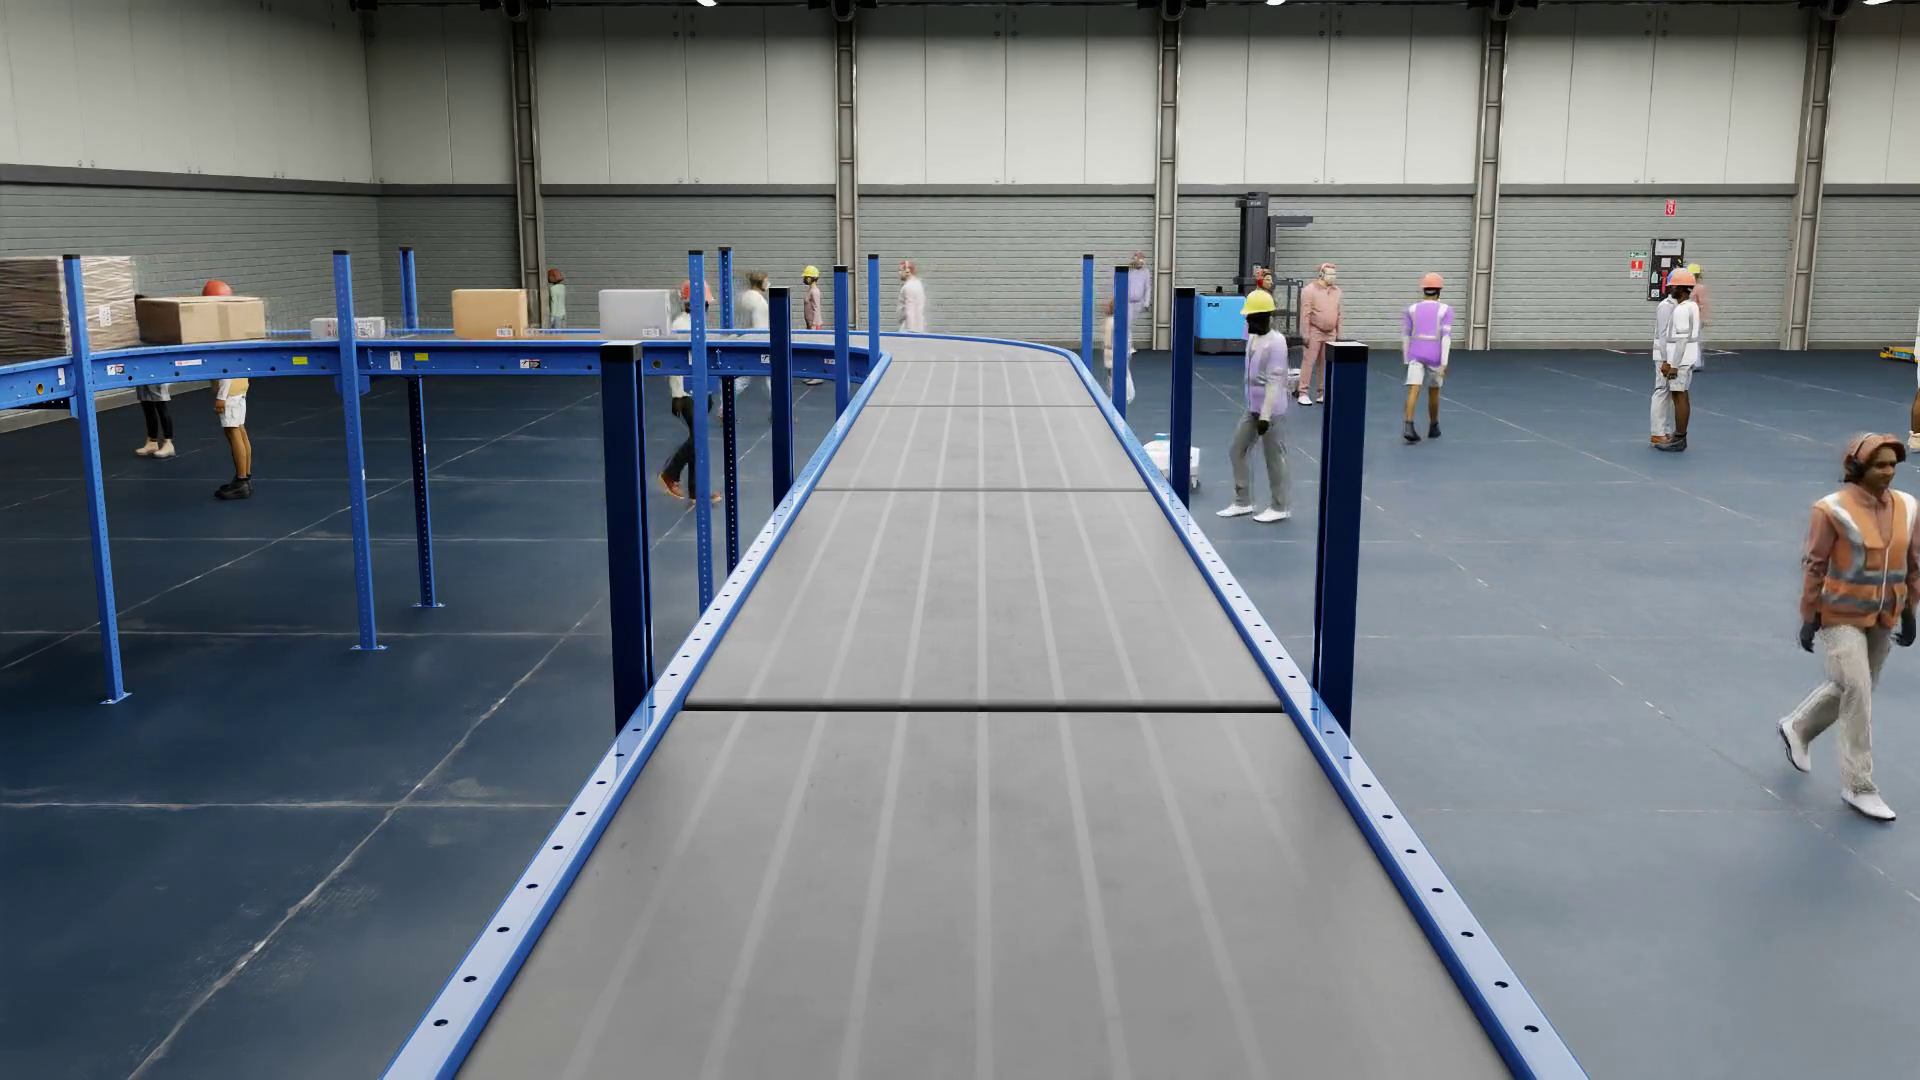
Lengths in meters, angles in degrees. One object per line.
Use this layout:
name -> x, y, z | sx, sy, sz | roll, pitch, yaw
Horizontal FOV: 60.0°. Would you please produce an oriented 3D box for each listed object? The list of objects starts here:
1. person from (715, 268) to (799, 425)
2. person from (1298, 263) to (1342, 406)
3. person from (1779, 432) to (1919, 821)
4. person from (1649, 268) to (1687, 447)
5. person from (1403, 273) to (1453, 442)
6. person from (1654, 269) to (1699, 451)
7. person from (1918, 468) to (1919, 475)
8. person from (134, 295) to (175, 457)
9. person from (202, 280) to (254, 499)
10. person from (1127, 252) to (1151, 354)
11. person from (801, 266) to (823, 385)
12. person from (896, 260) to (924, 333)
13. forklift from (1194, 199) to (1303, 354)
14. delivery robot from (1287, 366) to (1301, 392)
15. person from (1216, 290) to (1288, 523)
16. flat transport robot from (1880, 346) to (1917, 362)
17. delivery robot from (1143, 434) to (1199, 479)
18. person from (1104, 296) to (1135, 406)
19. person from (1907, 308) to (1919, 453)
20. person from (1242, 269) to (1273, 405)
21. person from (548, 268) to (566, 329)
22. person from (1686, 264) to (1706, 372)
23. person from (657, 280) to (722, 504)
person -> -2.501, -2.332, 20.097 | 0.988, 1.903, 0.641 | -5, 12, -24
person -> 4.853, -2.756, 22.298 | 0.657, 1.895, 0.410 | -5, 12, -25
person -> 3.845, 0.319, 7.188 | 0.521, 1.609, 0.775 | -2, 11, -13
person -> 7.792, -1.996, 18.224 | 0.391, 1.948, 0.605 | 8, 14, 35
person -> 5.237, -2.056, 18.745 | 0.550, 1.883, 1.033 | 6, 13, 29
person -> 7.755, -1.942, 17.966 | 0.372, 1.939, 0.544 | 8, 13, 34
person -> 9.570, -1.484, 15.922 | 0.631, 1.822, 0.643 | -2, 11, -12
person -> -8.511, -1.722, 17.459 | 0.540, 1.695, 0.317 | 7, 13, 31
person -> -6.583, -1.348, 14.915 | 0.362, 1.939, 0.543 | -2, 11, -11
person -> 3.185, -4.334, 30.462 | 0.677, 1.863, 0.805 | -5, 12, -26
person -> -2.226, -3.228, 25.015 | 0.309, 1.772, 0.525 | -3, 11, -14
person -> -0.830, -3.026, 23.678 | 0.812, 1.877, 0.680 | 2, 11, 10
forklift -> 5.313, -4.851, 30.603 | 1.873, 2.768, 1.129 | 0, 11, 1
delivery robot -> 4.430, -2.310, 23.296 | 0.477, 0.478, 0.707 | -8, 13, -35
person -> 2.413, -1.081, 13.618 | 0.710, 1.900, 0.605 | -3, 11, -15
flat transport robot -> 16.776, -3.238, 29.036 | 0.652, 0.197, 1.431 | 0, 11, 1
delivery robot -> 1.825, -0.726, 15.153 | 0.707, 0.478, 0.477 | -6, 12, -28
person -> 1.788, -1.966, 18.865 | 0.373, 1.625, 0.542 | -2, 11, -10
person -> 10.421, -1.964, 17.807 | 0.366, 2.047, 0.608 | 6, 12, 27
person -> 3.812, -2.536, 21.259 | 0.384, 1.845, 0.569 | 4, 12, 18
person -> -6.824, -3.775, 28.167 | 0.287, 1.635, 0.500 | 1, 11, 7
person -> 11.723, -3.579, 26.906 | 0.818, 1.733, 0.541 | -1, 11, -4
person -> -2.327, -1.284, 14.486 | 0.453, 1.975, 0.634 | 3, 11, 13
